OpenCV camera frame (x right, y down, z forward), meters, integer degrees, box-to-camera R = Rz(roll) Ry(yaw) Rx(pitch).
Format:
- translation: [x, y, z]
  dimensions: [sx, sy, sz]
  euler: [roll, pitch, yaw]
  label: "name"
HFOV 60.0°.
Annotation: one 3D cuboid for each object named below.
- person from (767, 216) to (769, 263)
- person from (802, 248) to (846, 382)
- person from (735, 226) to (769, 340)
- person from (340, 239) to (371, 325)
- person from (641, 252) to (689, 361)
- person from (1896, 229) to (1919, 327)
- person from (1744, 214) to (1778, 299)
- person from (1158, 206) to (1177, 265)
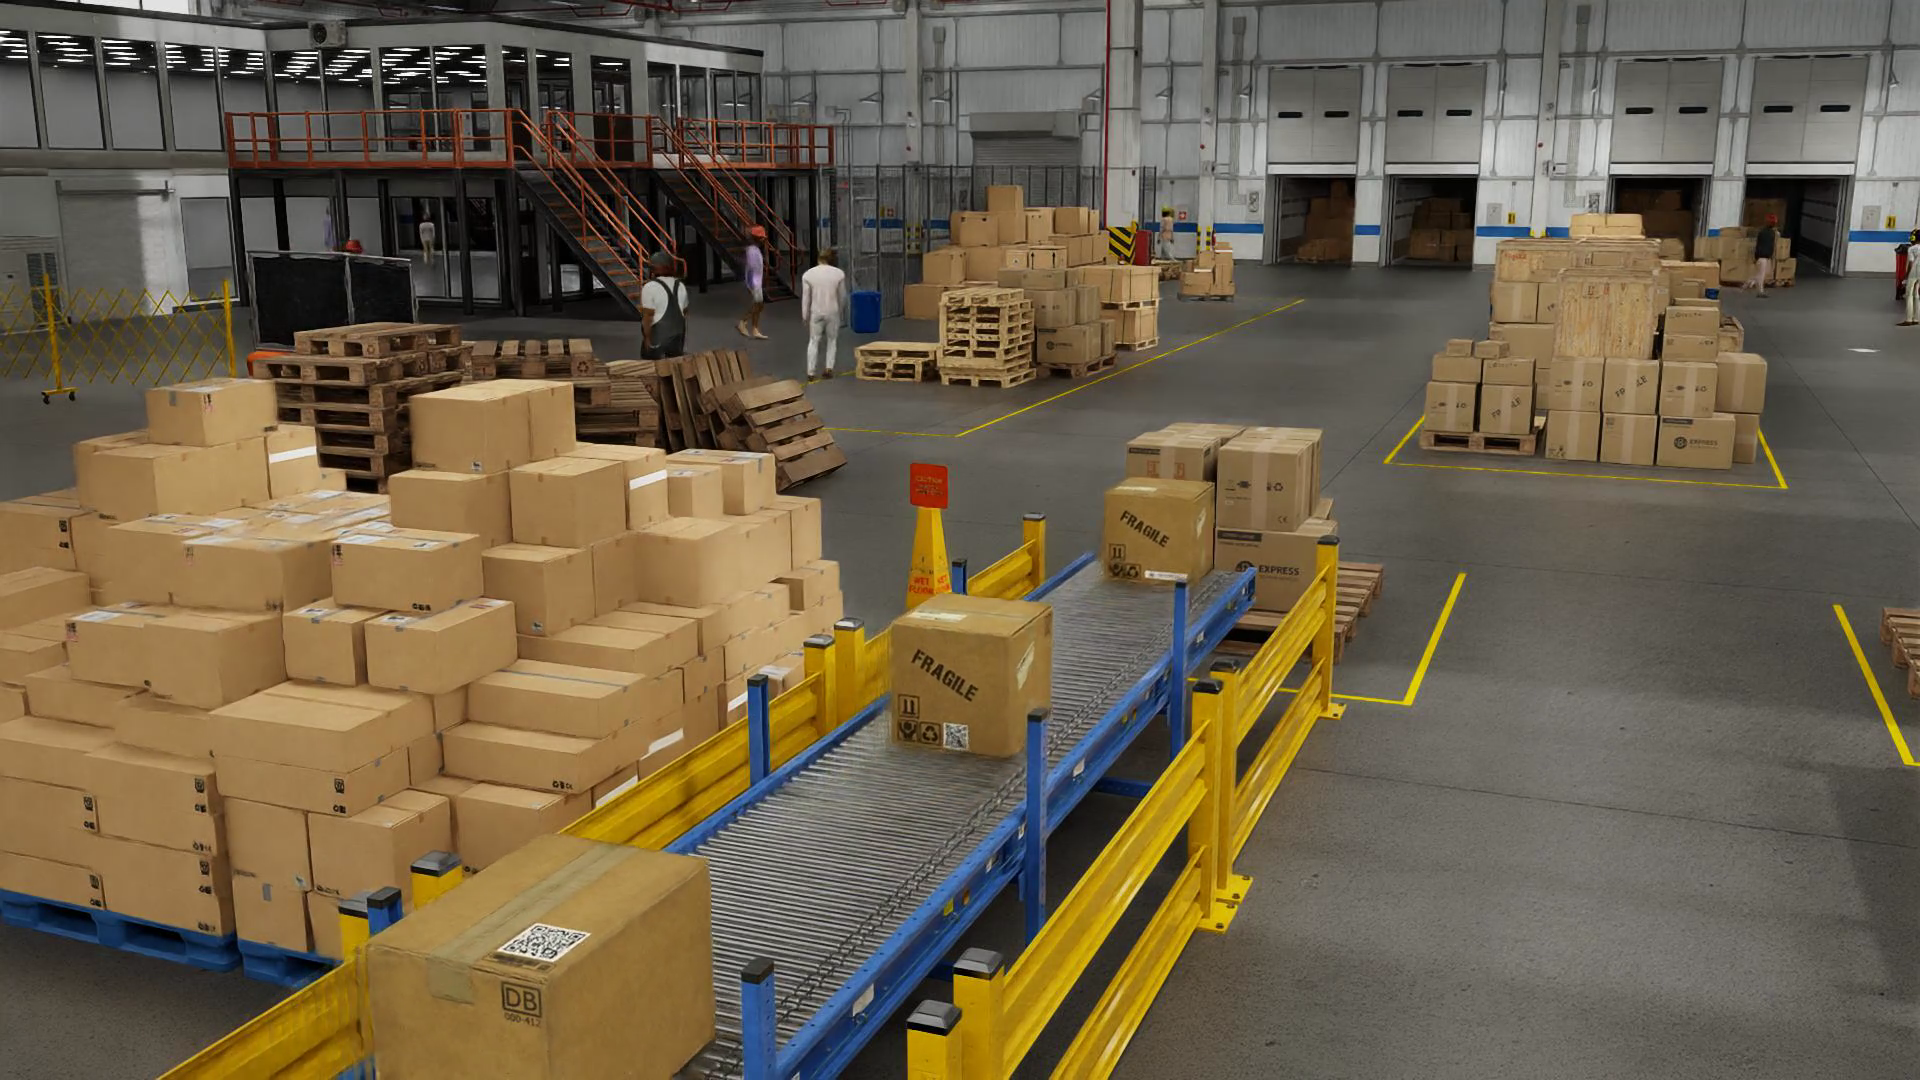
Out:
- translation: [-5.662, -8.594, 48.085]
  dimensions: [0.636, 1.841, 0.429]
  euler: [-4, 13, -17]
  label: "person"
- translation: [-1.956, -3.241, 23.969]
  dimensions: [0.634, 1.890, 0.674]
  euler: [1, 13, 3]
  label: "person"
- translation: [-3.659, -4.571, 29.636]
  dimensions: [0.539, 2.020, 0.643]
  euler: [1, 13, 4]
  label: "person"
- translation: [-9.676, -3.817, 26.486]
  dimensions: [0.671, 1.920, 0.548]
  euler: [2, 13, 9]
  label: "person"
- translation: [-3.730, -2.570, 20.613]
  dimensions: [0.869, 2.000, 0.704]
  euler: [11, 17, 40]
  label: "person"
- translation: [18.458, -5.072, 32.225]
  dimensions: [0.521, 1.870, 0.319]
  euler: [-6, 14, -26]
  label: "person"
- translation: [18.900, -6.693, 39.235]
  dimensions: [0.642, 1.981, 0.667]
  euler: [-10, 16, -38]
  label: "person"
- translation: [6.419, -9.398, 51.582]
  dimensions: [0.830, 1.895, 0.602]
  euler: [11, 17, 40]
  label: "person"
